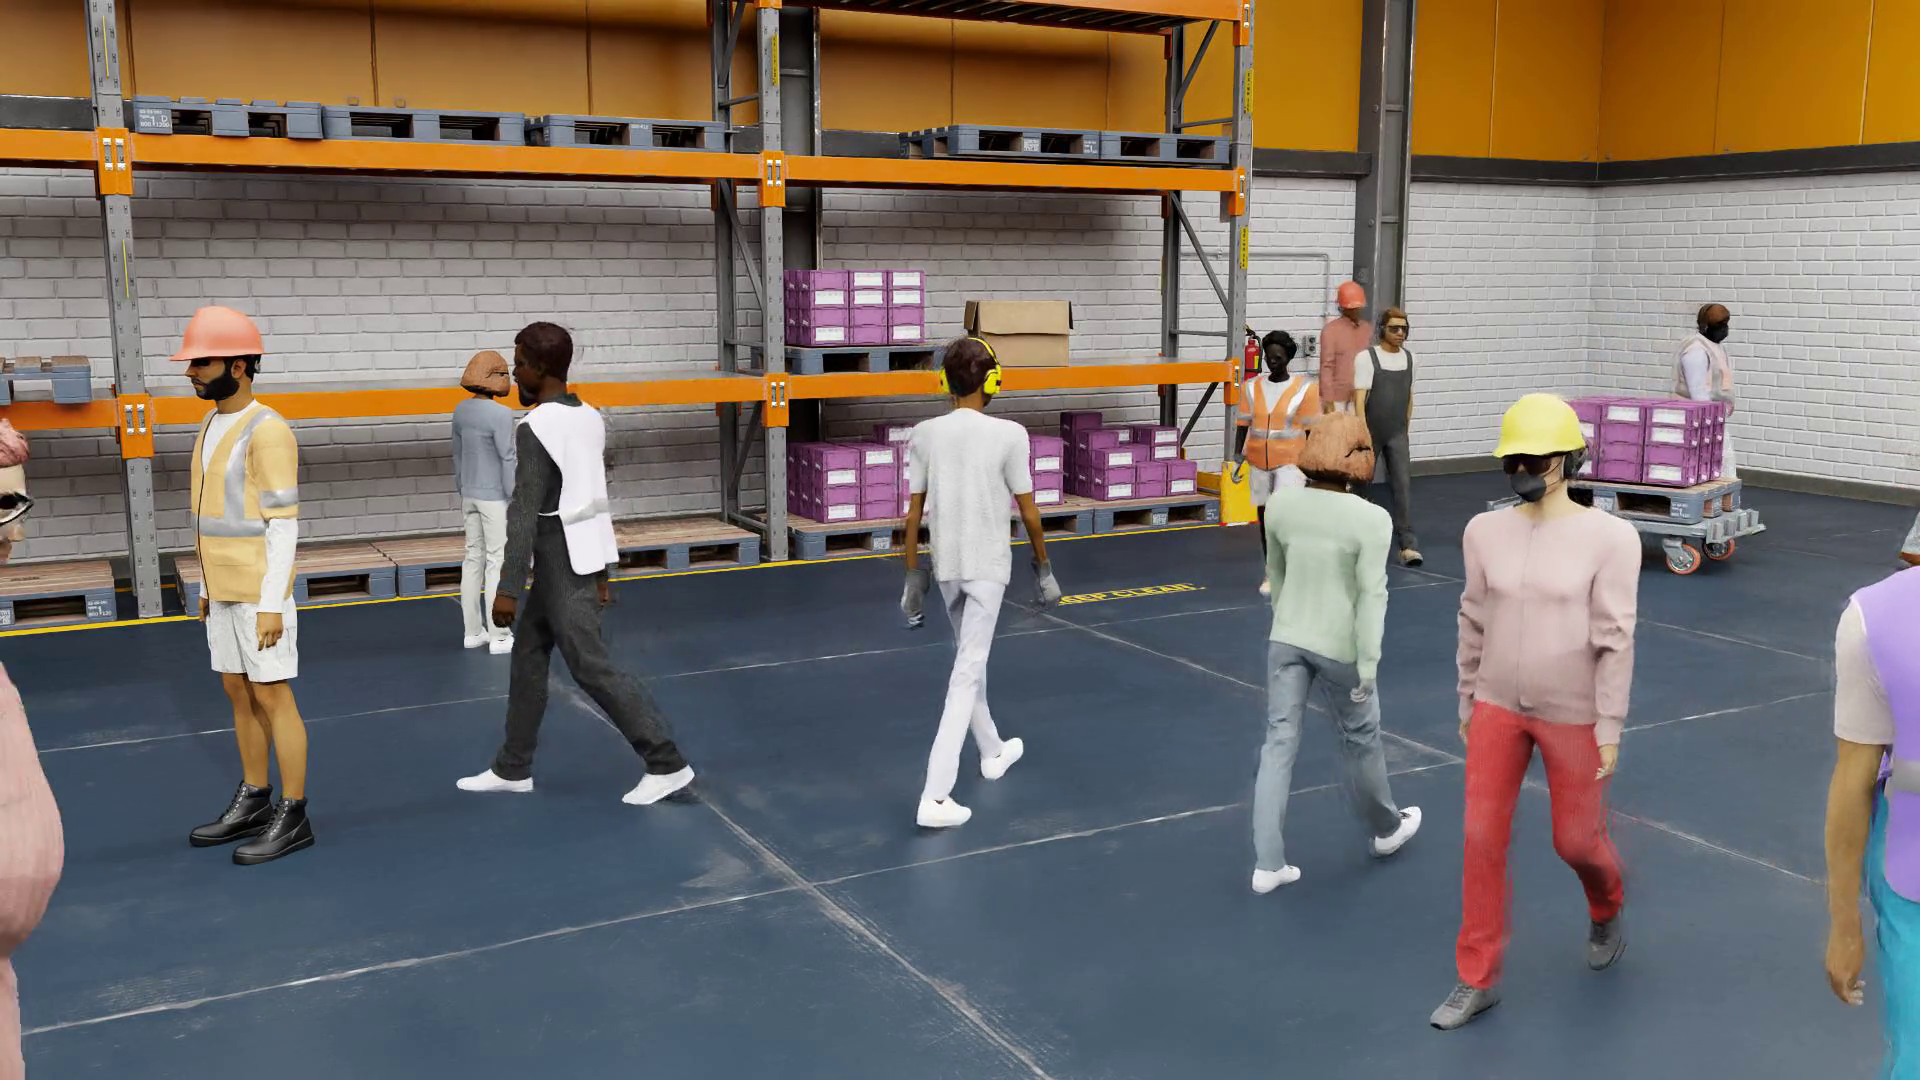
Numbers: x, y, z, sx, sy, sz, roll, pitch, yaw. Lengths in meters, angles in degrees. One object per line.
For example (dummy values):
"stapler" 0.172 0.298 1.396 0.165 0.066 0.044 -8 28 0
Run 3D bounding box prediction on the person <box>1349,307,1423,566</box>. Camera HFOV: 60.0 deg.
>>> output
"person" 2.983 -0.735 11.717 0.512 1.801 0.955 -2 9 -11

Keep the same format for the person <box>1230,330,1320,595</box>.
"person" 1.976 -0.471 10.454 0.538 1.685 0.411 6 11 34

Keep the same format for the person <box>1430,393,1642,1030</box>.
"person" 1.633 0.454 4.624 0.528 1.740 0.740 8 12 41

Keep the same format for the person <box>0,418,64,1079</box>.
"person" -1.740 0.713 2.658 0.662 1.866 0.696 -4 10 -24

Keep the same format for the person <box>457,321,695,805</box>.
"person" -1.490 0.104 6.377 0.976 1.875 0.616 1 9 5

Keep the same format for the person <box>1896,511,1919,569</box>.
"person" 6.680 -0.645 10.908 0.645 1.880 1.051 -5 10 -26

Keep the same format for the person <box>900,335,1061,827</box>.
"person" 0.059 0.135 6.357 0.534 1.816 0.997 6 11 31

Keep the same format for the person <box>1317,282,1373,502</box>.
"person" 3.286 -1.241 14.310 0.638 1.946 0.614 -5 11 -30

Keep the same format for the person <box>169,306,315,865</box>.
"person" -2.518 0.159 5.824 0.545 1.939 0.354 8 12 39

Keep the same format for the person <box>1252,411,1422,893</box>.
"person" 1.274 0.360 5.646 0.504 1.594 0.830 8 12 41

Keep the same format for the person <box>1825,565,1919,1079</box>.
"person" 1.874 0.663 3.087 0.569 1.831 0.655 1 9 9

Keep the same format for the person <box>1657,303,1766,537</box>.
"person" 5.729 -0.882 12.600 0.885 1.797 0.641 8 12 39

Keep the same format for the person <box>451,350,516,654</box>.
"person" -2.535 -0.206 8.969 0.507 1.631 0.268 8 12 39
